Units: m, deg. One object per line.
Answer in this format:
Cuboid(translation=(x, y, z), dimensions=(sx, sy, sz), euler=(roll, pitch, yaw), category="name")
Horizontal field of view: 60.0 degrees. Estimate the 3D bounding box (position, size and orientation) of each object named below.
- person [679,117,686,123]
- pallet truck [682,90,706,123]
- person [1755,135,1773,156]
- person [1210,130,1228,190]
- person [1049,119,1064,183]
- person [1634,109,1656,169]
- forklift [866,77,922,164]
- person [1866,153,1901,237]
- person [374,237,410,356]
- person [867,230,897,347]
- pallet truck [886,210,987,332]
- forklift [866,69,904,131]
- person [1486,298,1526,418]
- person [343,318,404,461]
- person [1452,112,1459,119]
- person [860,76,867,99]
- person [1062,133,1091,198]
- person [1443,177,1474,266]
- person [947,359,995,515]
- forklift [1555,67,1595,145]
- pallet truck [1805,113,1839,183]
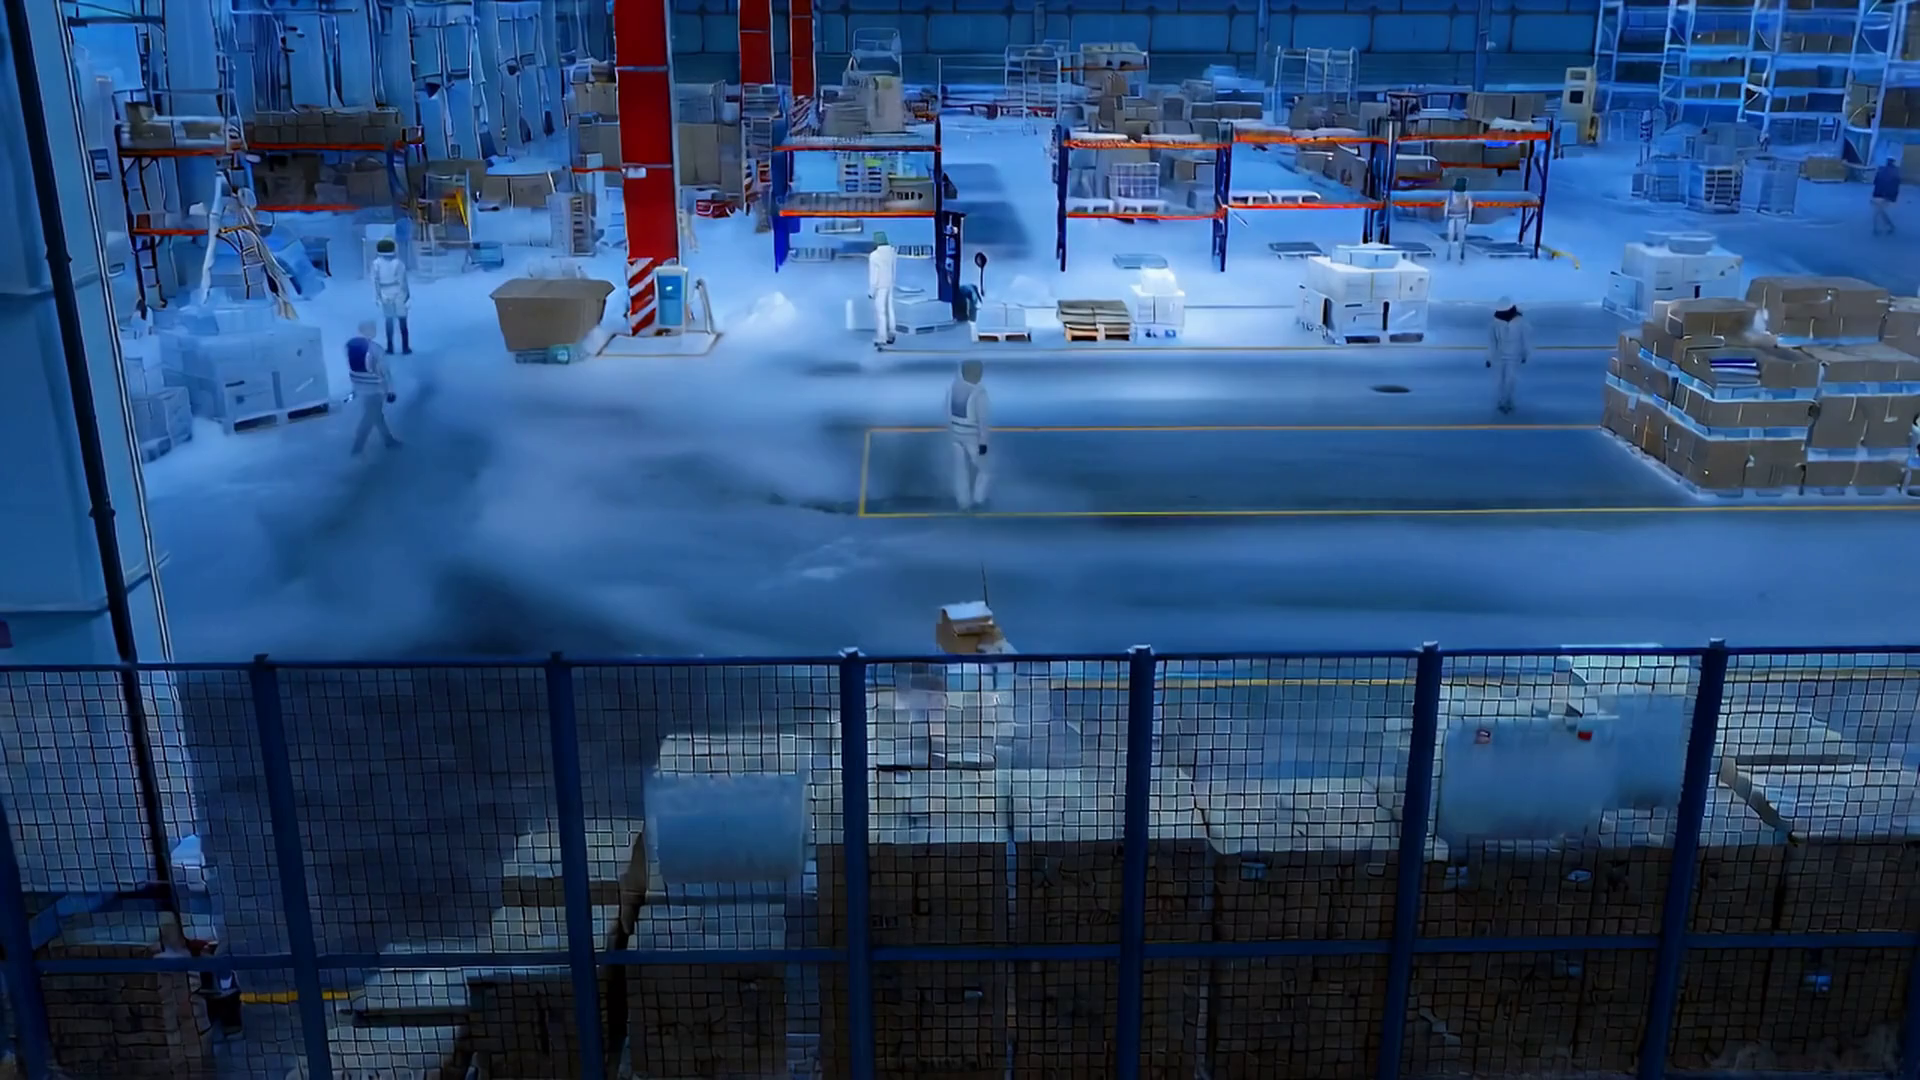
Cuboid(translation=(-8.917, -12.817, 53.738), dimensions=(0.548, 1.675, 0.500), euler=(3, 19, 9), category="person")
Cuboid(translation=(-9.671, -15.907, 62.421), dimensions=(0.823, 1.965, 1.885), euler=(5, 19, 15), category="pallet truck")
Cuboid(translation=(23.412, -10.955, 48.328), dimensions=(0.545, 1.595, 0.824), euler=(-7, 20, -19), category="person")
Cuboid(translation=(7.223, -10.459, 46.385), dimensions=(0.630, 1.918, 0.808), euler=(10, 21, 27), category="person")
Cuboid(translation=(2.937, -11.754, 50.263), dimensions=(0.569, 1.890, 0.524), euler=(13, 23, 33), category="person")
Cuboid(translation=(22.238, -12.992, 53.912), dimensions=(0.397, 1.911, 0.588), euler=(-8, 20, -23), category="person")
Cuboid(translation=(-2.259, -13.811, 54.842), dimensions=(1.873, 2.768, 1.129), euler=(13, 22, 33), category="forklift")
Cuboid(translation=(22.014, -8.170, 39.512), dimensions=(0.641, 1.964, 0.507), euler=(-7, 20, -20), category="person")
Cuboid(translation=(-9.252, -3.967, 27.091), dimensions=(0.544, 1.939, 0.354), euler=(1, 19, 3), category="person")
Cuboid(translation=(-1.309, -4.198, 27.774), dimensions=(0.371, 1.941, 0.627), euler=(15, 24, 37), category="person")
Cuboid(translation=(-0.493, -4.759, 29.349), dimensions=(1.885, 1.965, 0.823), euler=(-13, 23, -34), category="pallet truck")
Cuboid(translation=(-2.895, -15.504, 59.864), dimensions=(1.129, 2.768, 1.873), euler=(10, 21, 28), category="forklift")
Cuboid(translation=(7.648, -2.570, 23.324), dimensions=(0.501, 1.678, 0.782), euler=(10, 21, 27), category="person")
Cuboid(translation=(-7.572, -1.926, 21.267), dimensions=(0.627, 1.803, 0.944), euler=(10, 21, 27), category="person")
Cuboid(translation=(16.838, -13.800, 56.800), dimensions=(0.545, 1.588, 0.888), euler=(-4, 19, -12), category="person")
Cuboid(translation=(-4.156, -19.116, 72.041), dimensions=(0.370, 1.934, 0.627), euler=(-1, 19, -3), category="person")
Cuboid(translation=(3.290, -10.322, 46.070), dimensions=(0.985, 1.867, 0.582), euler=(17, 25, 41), category="person")
Cuboid(translation=(10.693, -6.838, 35.714), dimensions=(0.571, 1.876, 0.353), euler=(8, 20, 23), category="person")
Cuboid(translation=(0.127, -1.163, 18.957), dimensions=(0.628, 1.829, 0.453), euler=(17, 25, 40), category="person")
Cuboid(translation=(22.662, -16.002, 61.344), dimensions=(1.129, 2.768, 1.873), euler=(-1, 19, -1), category="forklift")
Cuboid(translation=(26.403, -11.957, 50.702), dimensions=(0.823, 1.965, 1.885), euler=(6, 19, 16), category="pallet truck")
